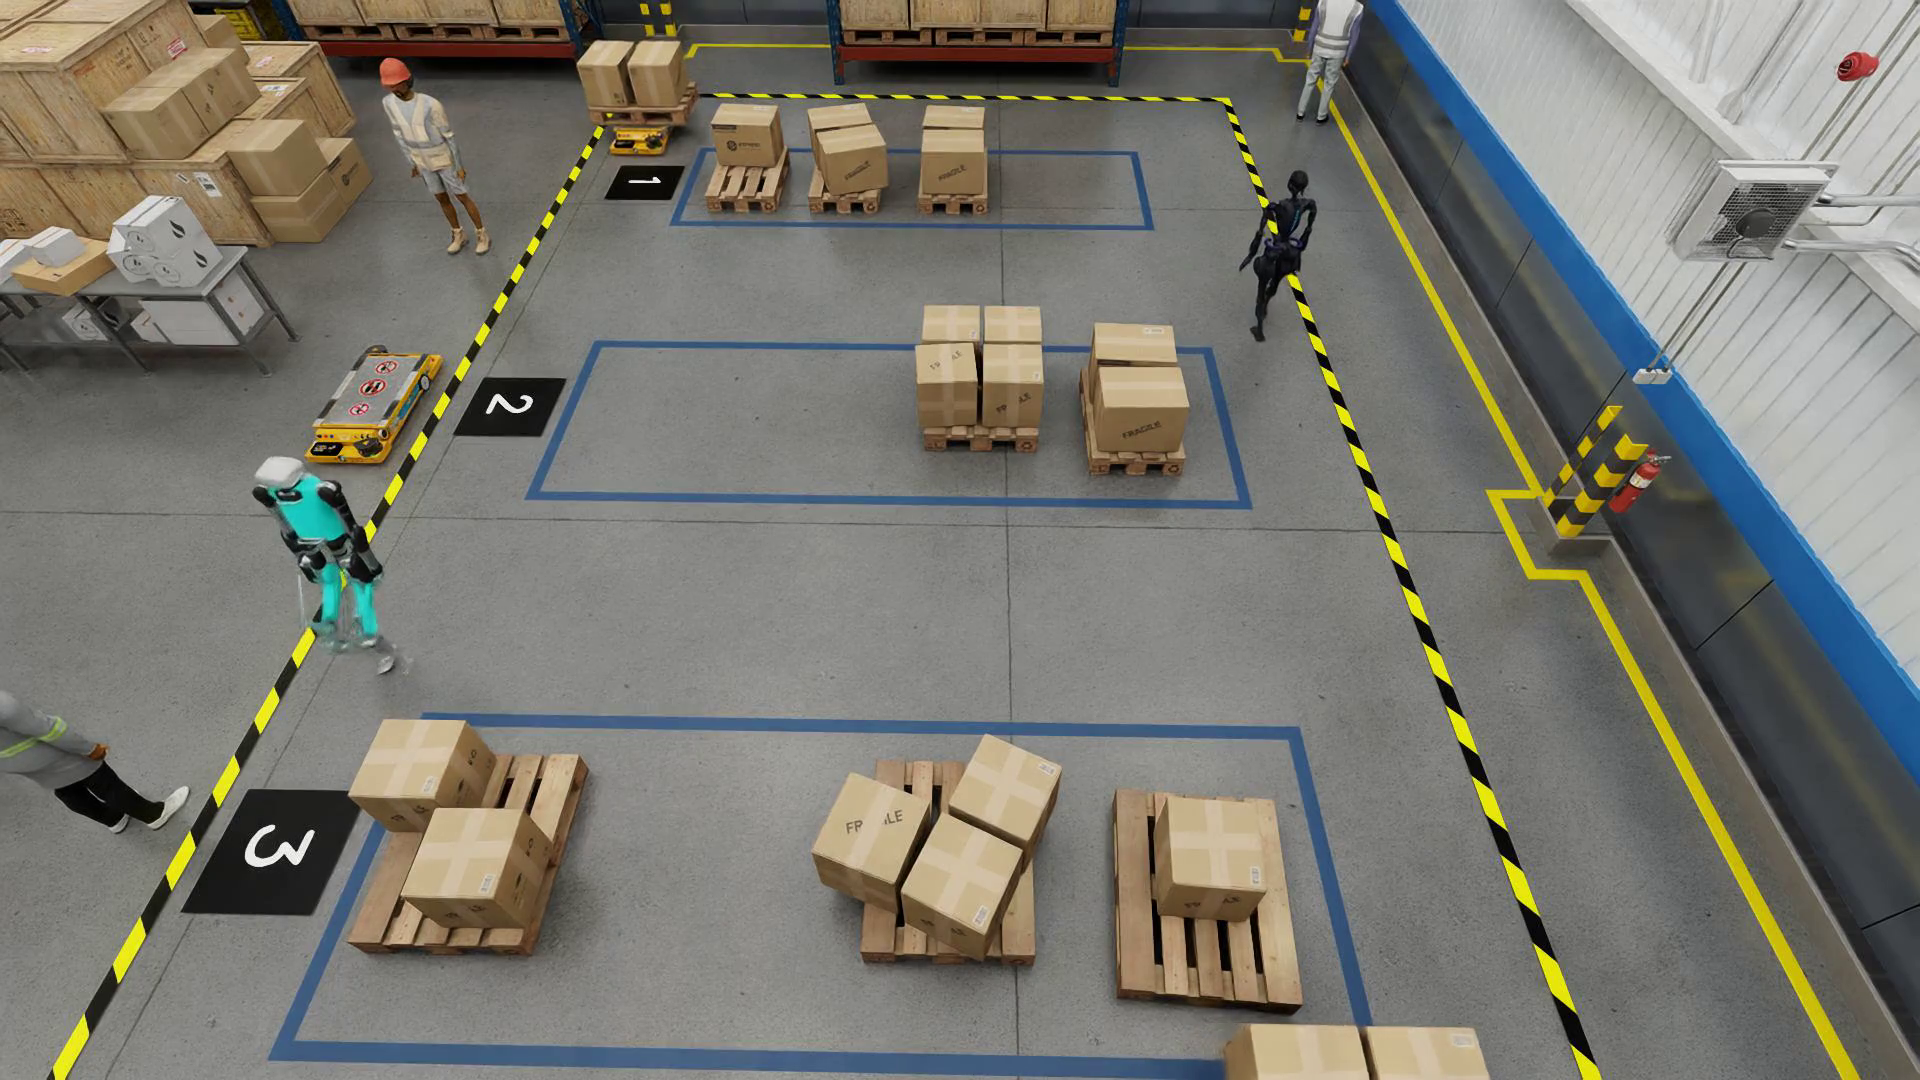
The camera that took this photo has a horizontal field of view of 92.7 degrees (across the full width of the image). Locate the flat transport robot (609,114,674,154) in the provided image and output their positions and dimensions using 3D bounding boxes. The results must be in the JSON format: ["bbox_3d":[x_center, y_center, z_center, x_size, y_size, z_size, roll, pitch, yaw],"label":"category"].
[{"bbox_3d":[-4.082,-5.481,11.987,0.652,0.197,1.431,1,50,1],"label":"flat transport robot"}]

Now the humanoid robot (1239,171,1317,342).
[{"bbox_3d":[3.004,-2.749,8.778,0.591,1.641,0.640,-7,50,-6],"label":"humanoid robot"}]

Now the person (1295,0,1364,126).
[{"bbox_3d":[4.683,-6.203,11.591,0.588,1.832,0.404,23,54,18],"label":"person"}]

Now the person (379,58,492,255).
[{"bbox_3d":[-5.473,-3.925,9.554,0.607,2.003,0.364,3,50,2],"label":"person"}]

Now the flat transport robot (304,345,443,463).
[{"bbox_3d":[-5.383,-1.269,8.441,0.659,0.231,1.431,1,50,1],"label":"flat transport robot"}]

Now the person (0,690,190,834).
[{"bbox_3d":[-5.328,1.197,5.317,0.594,1.852,0.367,-2,50,-2],"label":"person"}]

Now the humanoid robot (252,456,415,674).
[{"bbox_3d":[-4.211,0.329,6.156,0.536,1.811,0.816,0,50,0],"label":"humanoid robot"}]
